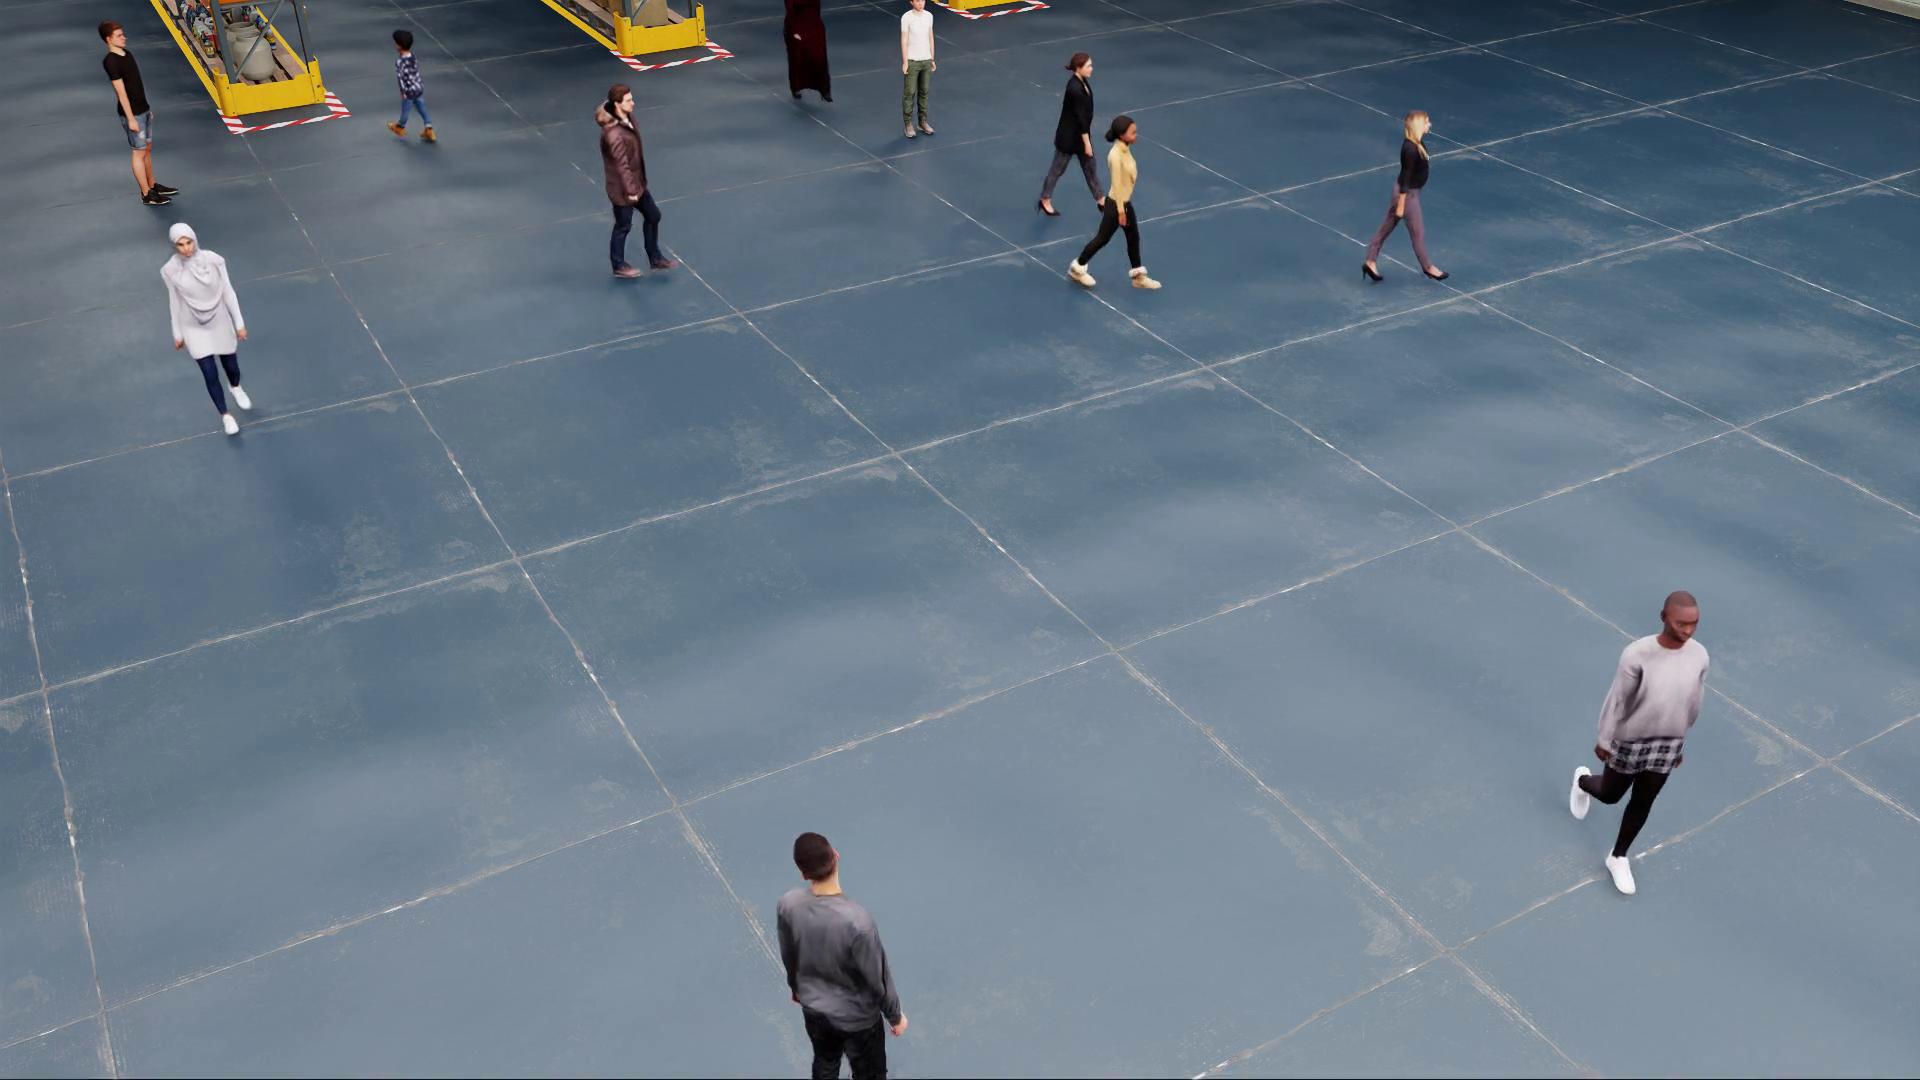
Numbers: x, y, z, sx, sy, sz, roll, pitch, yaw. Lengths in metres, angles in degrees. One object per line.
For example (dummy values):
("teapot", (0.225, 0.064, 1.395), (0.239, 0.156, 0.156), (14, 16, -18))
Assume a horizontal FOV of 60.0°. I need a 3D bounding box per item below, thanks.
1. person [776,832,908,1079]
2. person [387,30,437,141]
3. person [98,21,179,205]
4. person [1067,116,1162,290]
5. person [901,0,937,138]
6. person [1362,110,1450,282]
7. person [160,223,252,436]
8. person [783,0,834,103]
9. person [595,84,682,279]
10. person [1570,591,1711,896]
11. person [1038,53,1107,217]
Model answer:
("person", (-0.482, 1.995, 7.022), (0.910, 1.740, 0.667), (-28, 42, -36))
("person", (-6.149, -5.104, 18.760), (0.880, 1.224, 0.749), (15, 35, 22))
("person", (-8.480, -4.390, 17.044), (0.784, 1.847, 0.635), (-4, 32, -6))
("person", (1.344, -3.033, 15.106), (1.170, 1.620, 1.071), (10, 34, 15))
("person", (-0.485, -5.443, 18.894), (0.562, 1.654, 0.521), (-16, 36, -24))
("person", (3.969, -3.101, 15.198), (1.056, 1.636, 1.041), (5, 33, 8))
("person", (-5.783, -1.652, 12.802), (0.728, 1.741, 0.911), (-14, 35, -20))
("person", (-1.929, -6.116, 19.888), (0.693, 1.731, 0.959), (-18, 37, -27))
("person", (-3.153, -3.287, 15.314), (1.058, 1.826, 1.004), (3, 32, 5))
("person", (3.513, 0.971, 8.625), (0.887, 1.762, 1.046), (-1, 32, -2))
("person", (1.041, -3.980, 16.559), (1.144, 1.670, 1.124), (6, 33, 9))
